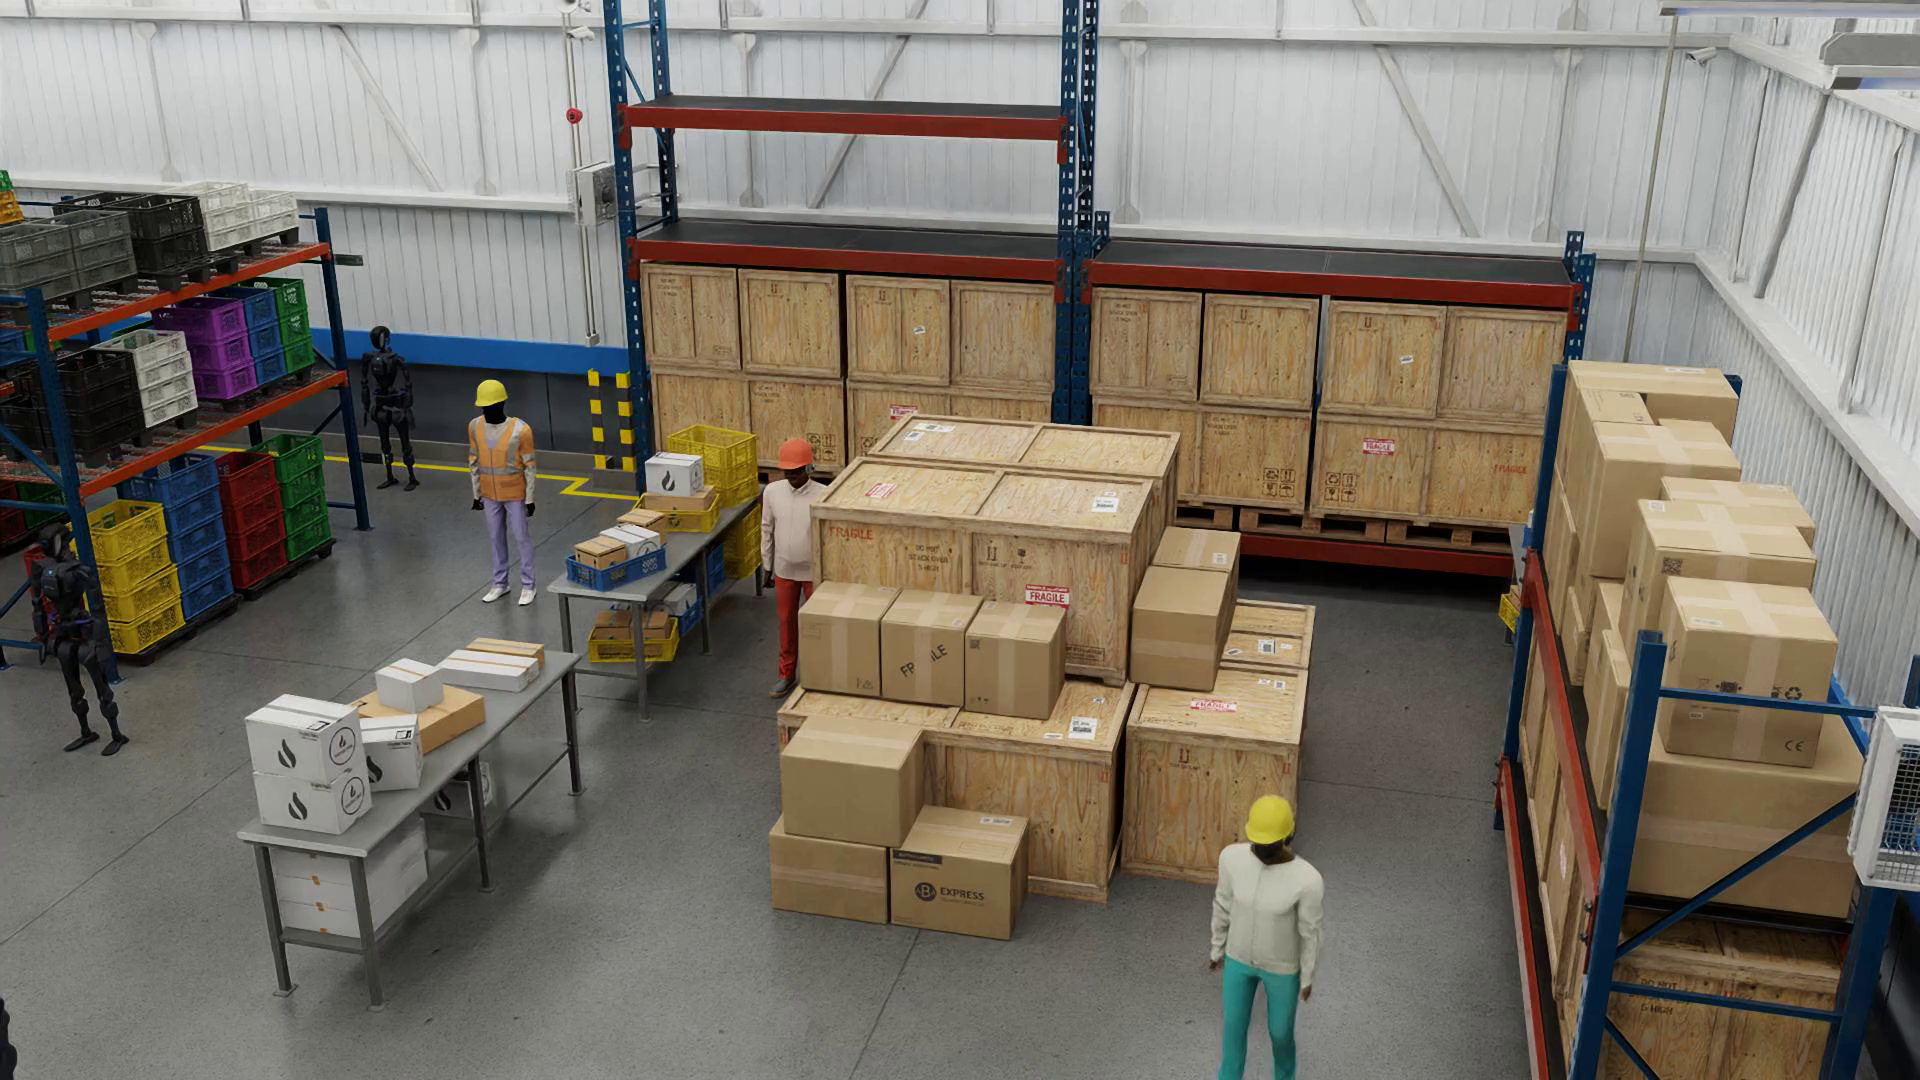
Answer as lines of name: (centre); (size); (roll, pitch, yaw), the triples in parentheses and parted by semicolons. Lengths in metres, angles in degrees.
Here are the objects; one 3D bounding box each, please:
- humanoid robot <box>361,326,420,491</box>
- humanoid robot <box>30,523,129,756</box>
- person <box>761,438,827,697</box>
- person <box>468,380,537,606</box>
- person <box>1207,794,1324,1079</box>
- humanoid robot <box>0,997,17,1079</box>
humanoid robot: (-5.647, -1.303, 16.462); (0.596, 1.657, 0.323); (5, 21, 13)
humanoid robot: (-6.005, 0.675, 11.287); (0.596, 1.657, 0.323); (5, 21, 13)
person: (-1.154, 0.213, 12.075); (0.613, 1.994, 0.378); (5, 21, 13)
person: (-3.777, -0.395, 13.757); (0.588, 1.926, 0.365); (5, 21, 13)
person: (1.416, 1.975, 7.801); (0.527, 1.777, 0.347); (12, 24, 28)
humanoid robot: (-4.369, 2.213, 7.264); (0.596, 1.657, 0.323); (5, 21, 13)
